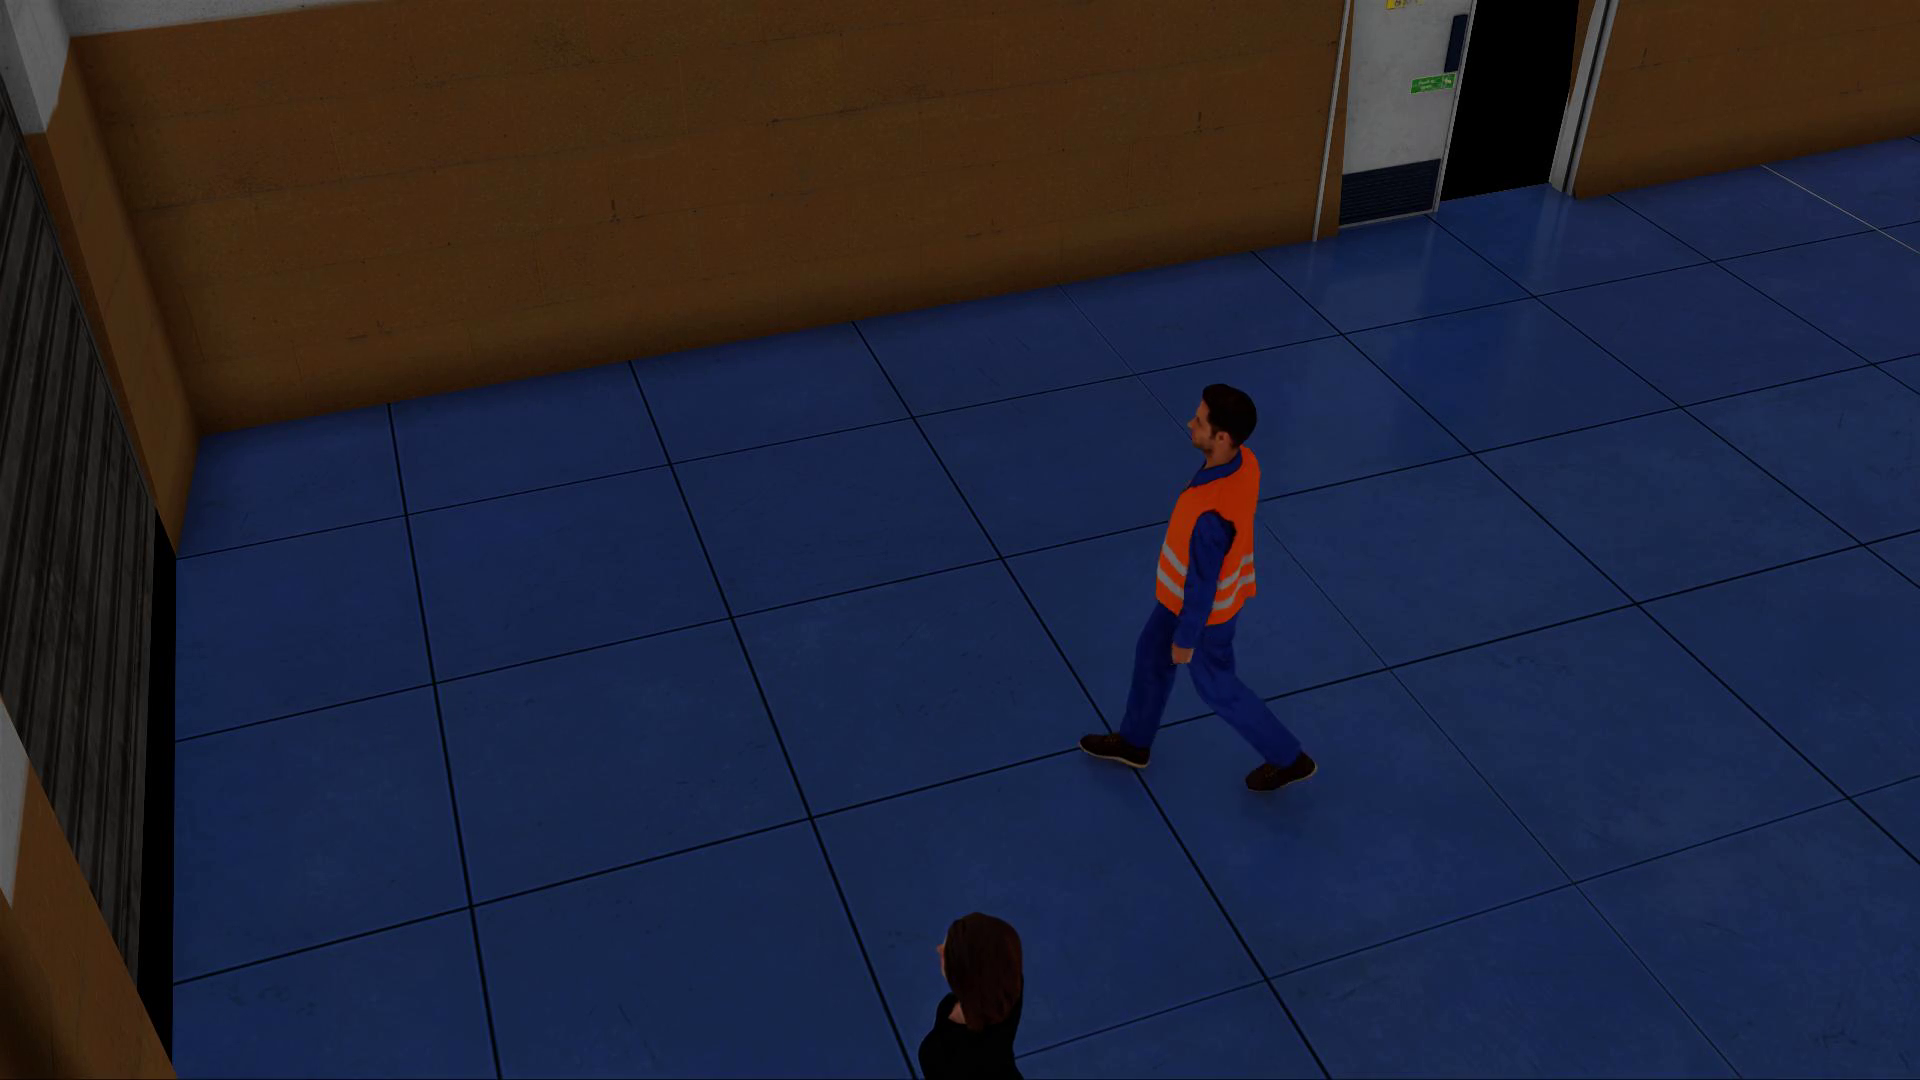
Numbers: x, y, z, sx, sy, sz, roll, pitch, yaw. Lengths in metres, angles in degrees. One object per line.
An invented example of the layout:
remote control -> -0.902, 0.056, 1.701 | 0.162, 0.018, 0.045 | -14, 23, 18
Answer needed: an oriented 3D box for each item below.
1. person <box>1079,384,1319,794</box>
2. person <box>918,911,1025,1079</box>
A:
person -> 1.009, 0.265, 6.273 | 1.171, 1.828, 1.243 | 7, 38, 10
person -> 0.064, 1.617, 4.559 | 0.718, 1.706, 0.625 | 10, 38, 13
